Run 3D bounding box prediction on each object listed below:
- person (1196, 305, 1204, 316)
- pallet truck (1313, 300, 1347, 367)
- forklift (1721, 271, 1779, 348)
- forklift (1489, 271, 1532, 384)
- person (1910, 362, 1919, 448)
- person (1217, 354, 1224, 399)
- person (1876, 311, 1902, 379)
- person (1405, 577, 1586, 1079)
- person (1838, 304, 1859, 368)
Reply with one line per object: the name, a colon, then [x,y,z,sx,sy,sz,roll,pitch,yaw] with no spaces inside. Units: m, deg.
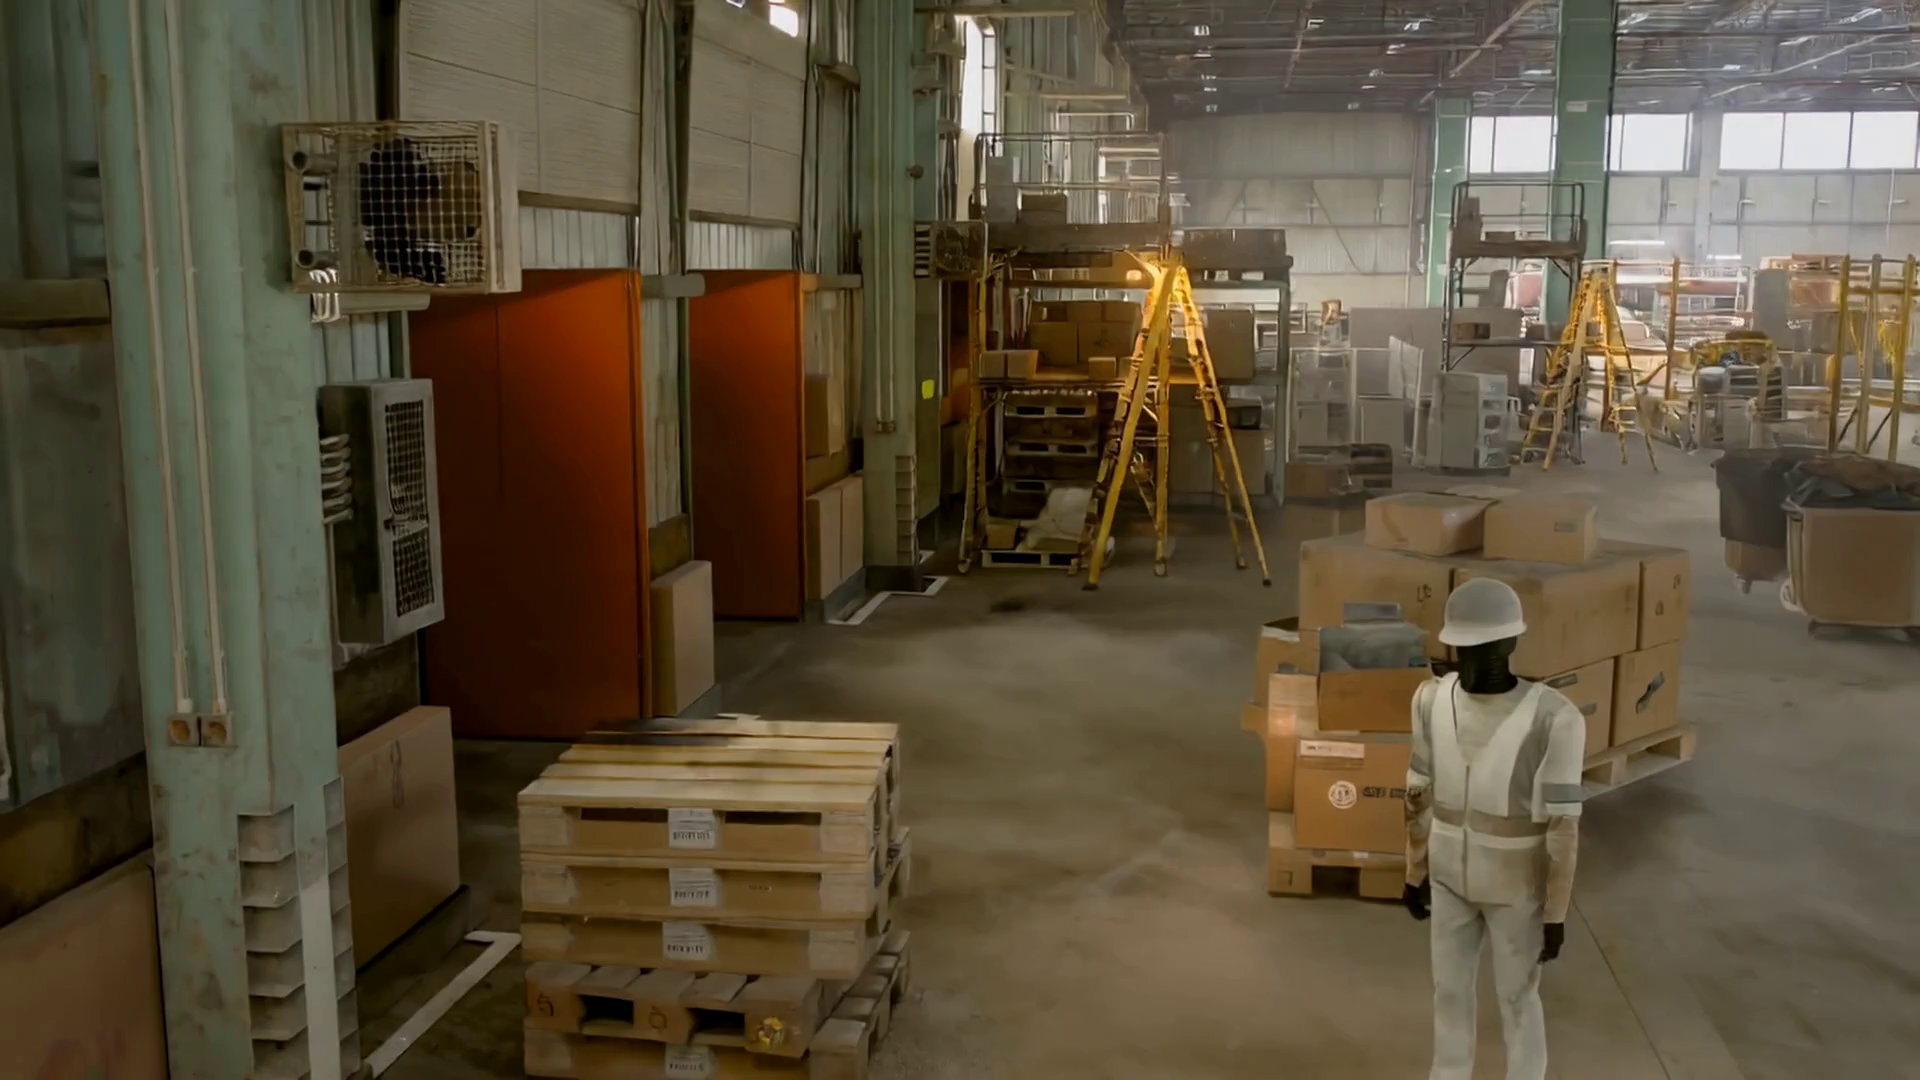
person: [6.379,-5.334,44.600,0.544,1.929,0.386,-7,12,-37]
pallet truck: [11.159,-6.200,49.718,0.823,1.965,1.885,4,10,26]
forklift: [23.139,-6.357,47.974,1.873,2.768,1.129,0,9,3]
forklift: [13.426,-5.323,41.594,1.873,2.768,1.129,1,9,9]
person: [15.576,-2.336,26.707,0.485,1.737,0.322,-4,10,-21]
person: [5.527,-3.617,34.921,0.315,1.634,0.516,-3,10,-17]
person: [22.545,-4.610,40.324,0.534,1.882,0.959,0,9,-2]
person: [1.633,1.058,5.203,0.395,1.920,0.585,-9,13,-43]
person: [25.224,-5.708,46.975,0.888,1.900,0.650,-1,9,-8]
